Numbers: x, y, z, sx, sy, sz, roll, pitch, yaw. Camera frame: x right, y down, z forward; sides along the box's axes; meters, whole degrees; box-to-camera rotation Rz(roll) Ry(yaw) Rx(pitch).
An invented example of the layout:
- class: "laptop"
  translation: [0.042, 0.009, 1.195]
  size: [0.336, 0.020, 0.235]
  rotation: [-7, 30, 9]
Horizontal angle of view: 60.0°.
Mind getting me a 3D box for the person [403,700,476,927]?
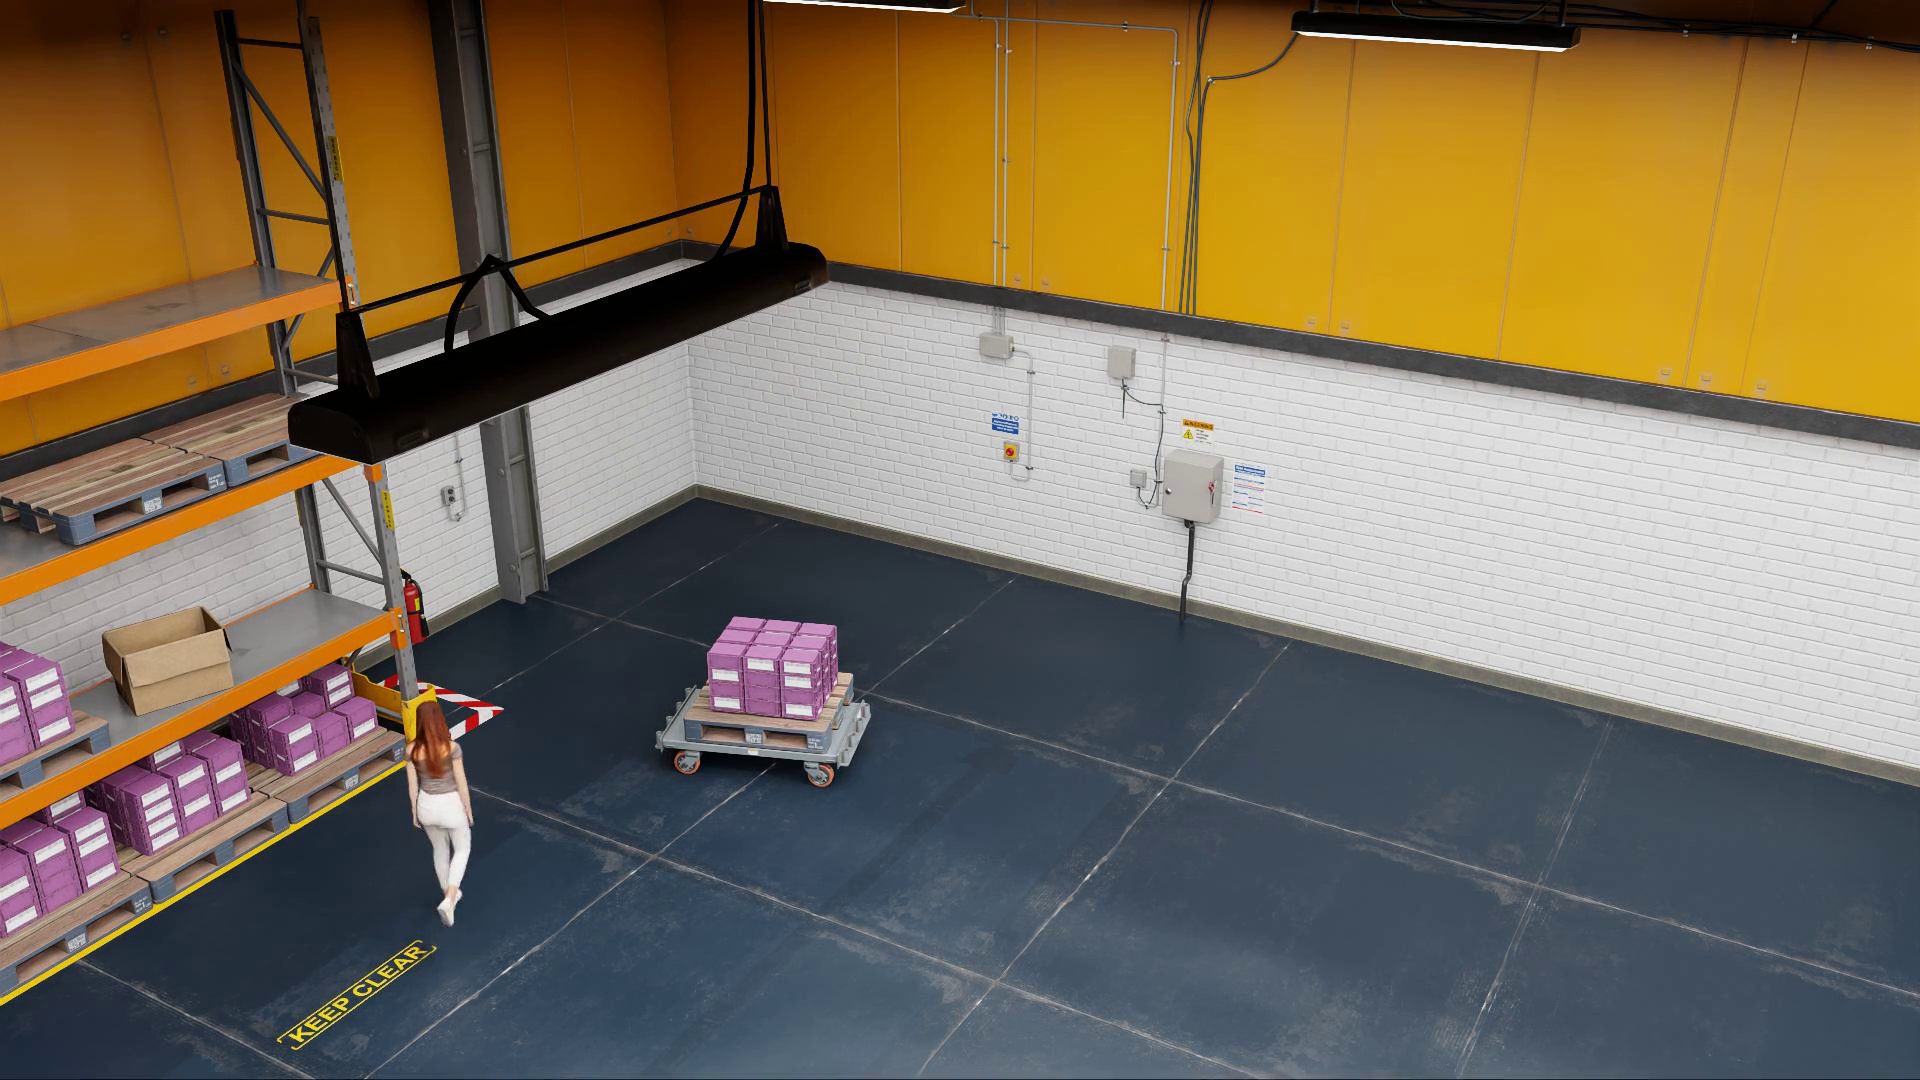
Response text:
- class: "person"
  translation: [-3.669, 1.963, 11.693]
  size: [0.844, 1.709, 0.983]
  rotation: [0, 24, -1]
